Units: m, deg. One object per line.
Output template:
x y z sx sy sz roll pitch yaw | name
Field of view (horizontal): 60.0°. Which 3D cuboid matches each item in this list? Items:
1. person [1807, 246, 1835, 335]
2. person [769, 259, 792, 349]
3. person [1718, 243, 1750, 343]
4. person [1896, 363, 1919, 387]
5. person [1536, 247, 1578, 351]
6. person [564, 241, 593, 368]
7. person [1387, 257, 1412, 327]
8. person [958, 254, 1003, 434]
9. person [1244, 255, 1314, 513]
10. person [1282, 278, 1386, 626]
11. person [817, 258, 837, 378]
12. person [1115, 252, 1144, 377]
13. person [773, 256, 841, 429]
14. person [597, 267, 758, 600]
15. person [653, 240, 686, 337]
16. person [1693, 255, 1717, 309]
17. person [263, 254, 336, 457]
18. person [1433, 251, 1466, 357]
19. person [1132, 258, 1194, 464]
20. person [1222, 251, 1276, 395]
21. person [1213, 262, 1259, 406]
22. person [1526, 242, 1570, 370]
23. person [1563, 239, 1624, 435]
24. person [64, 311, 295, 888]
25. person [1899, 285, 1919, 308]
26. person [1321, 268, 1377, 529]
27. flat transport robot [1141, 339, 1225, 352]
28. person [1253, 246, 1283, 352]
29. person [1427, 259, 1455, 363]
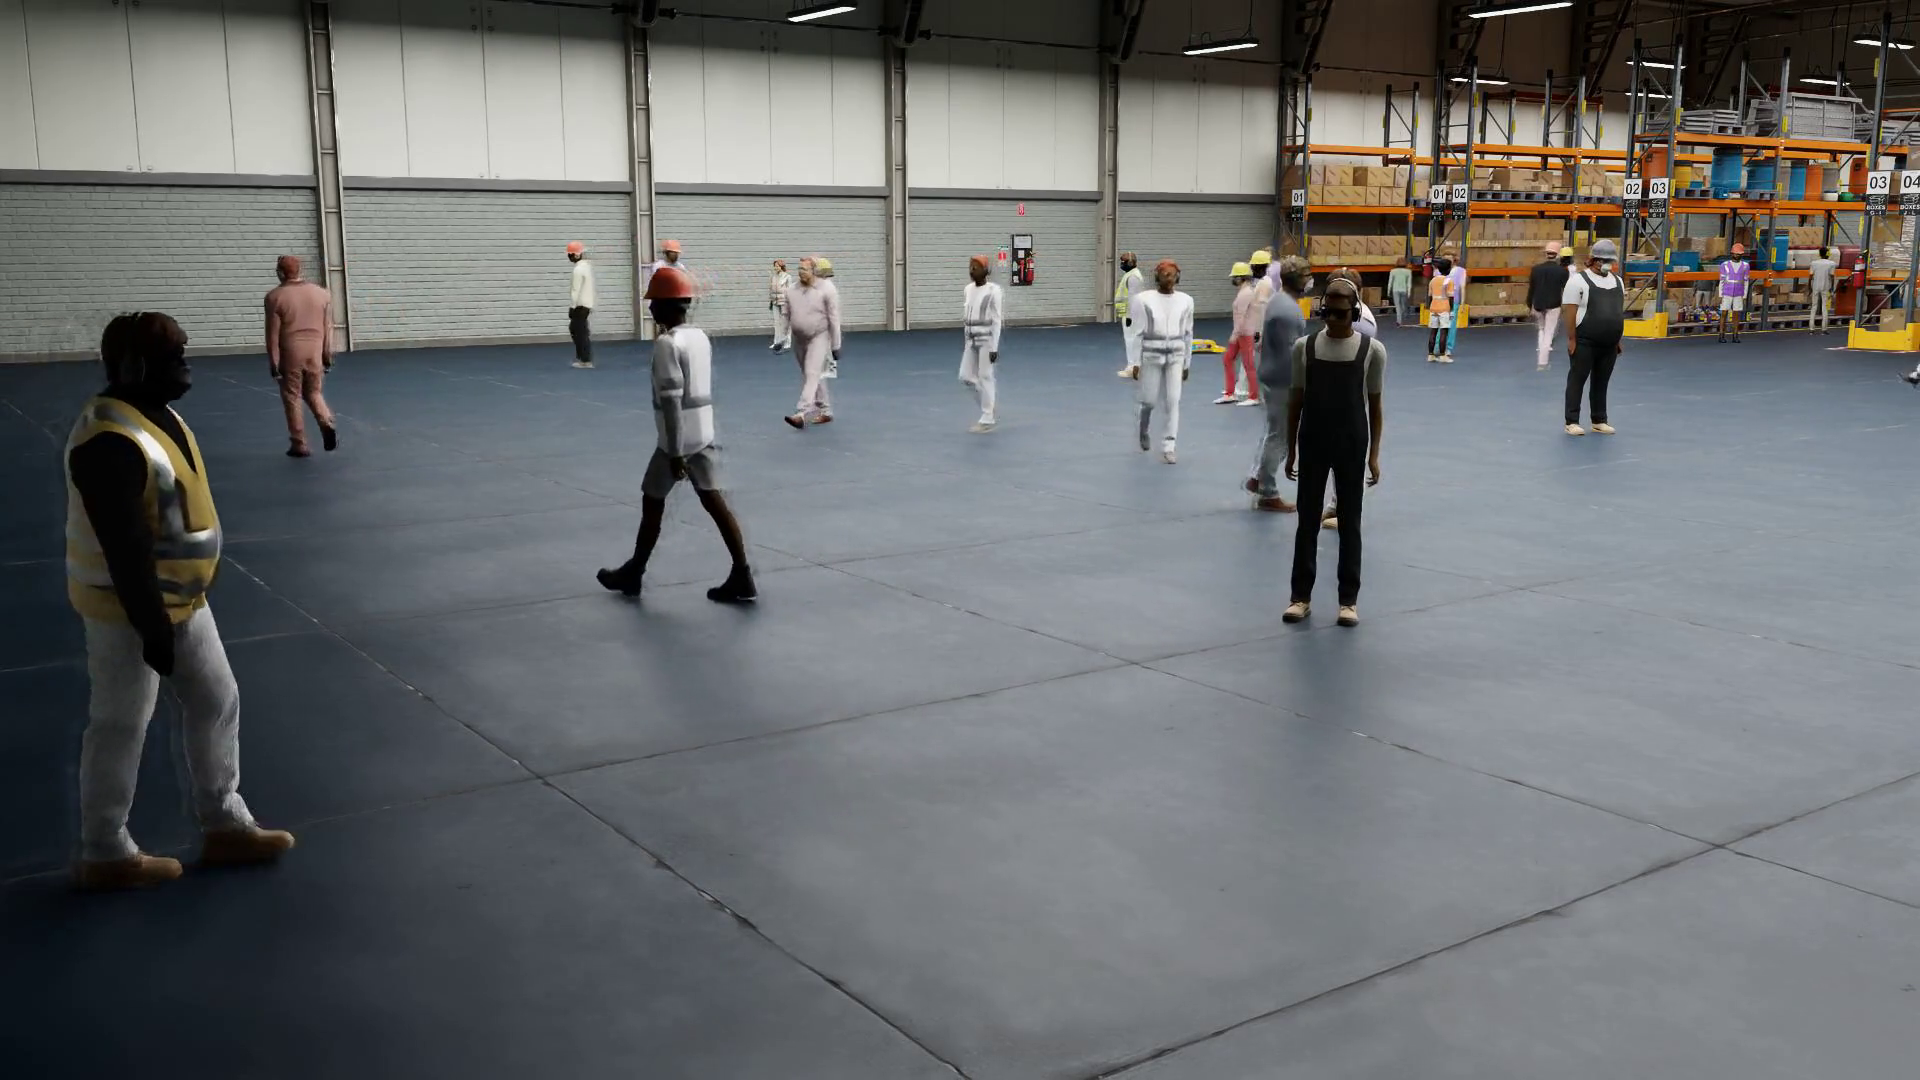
18.157 -5.261 35.087 0.514 1.866 0.332 7 13 35 | person
-3.309 -4.353 30.722 0.523 1.639 0.306 7 12 33 | person
15.019 -4.782 32.300 0.540 1.930 0.386 3 11 15 | person
13.350 -2.946 22.614 0.934 1.775 0.622 7 12 34 | person
10.949 -4.316 29.855 0.967 1.888 0.611 1 10 5 | person
-6.041 -3.678 26.068 0.572 1.979 0.653 0 10 -3 | person
10.043 -5.655 37.991 0.501 1.591 0.855 0 10 -1 | person
0.220 -2.046 17.430 0.425 1.871 0.605 -8 13 -37 | person
2.423 -1.151 12.407 0.428 1.926 0.636 2 11 13 | person
1.983 -0.461 8.843 0.504 1.840 0.345 4 11 20 | person
-1.976 -3.248 24.384 0.324 1.740 0.492 -1 10 -3 | person
2.486 -3.309 24.467 0.428 1.838 0.627 1 10 3 | person
-1.655 -2.138 18.005 0.645 1.847 1.053 6 12 30 | person
-1.596 -0.587 9.408 1.020 1.884 0.563 4 11 20 | person
-4.604 -3.799 26.701 0.626 1.986 1.041 -7 12 -33 | person
16.912 -5.639 37.788 0.271 1.632 0.508 -10 14 -43 | person
-6.152 -1.707 15.515 0.495 1.891 0.667 9 13 40 | person
8.351 -4.034 28.496 0.594 1.810 0.857 5 12 27 | person
1.857 -1.657 15.327 0.585 1.866 0.718 -1 10 -6 | person
3.935 -2.780 21.435 0.964 1.888 0.600 1 10 8 | person
3.357 -2.489 20.237 0.670 1.743 0.528 0 10 0 | person
9.188 -3.622 25.794 0.659 1.968 0.774 10 14 44 | person
6.646 -2.109 17.318 0.678 2.000 0.537 -3 11 -17 | person
-2.474 0.203 5.234 0.744 1.825 0.668 -2 10 -9 | person
19.232 -4.992 33.449 0.624 1.931 0.372 5 12 26 | person
2.715 -1.000 11.795 0.430 1.840 0.626 0 10 -1 | person
3.923 -3.450 29.527 1.431 0.197 0.652 -1 10 -7 | flat transport robot
5.620 -4.375 30.157 0.643 1.899 0.993 6 12 29 | person
7.870 -3.733 27.163 0.319 1.695 0.539 -5 12 -27 | person
